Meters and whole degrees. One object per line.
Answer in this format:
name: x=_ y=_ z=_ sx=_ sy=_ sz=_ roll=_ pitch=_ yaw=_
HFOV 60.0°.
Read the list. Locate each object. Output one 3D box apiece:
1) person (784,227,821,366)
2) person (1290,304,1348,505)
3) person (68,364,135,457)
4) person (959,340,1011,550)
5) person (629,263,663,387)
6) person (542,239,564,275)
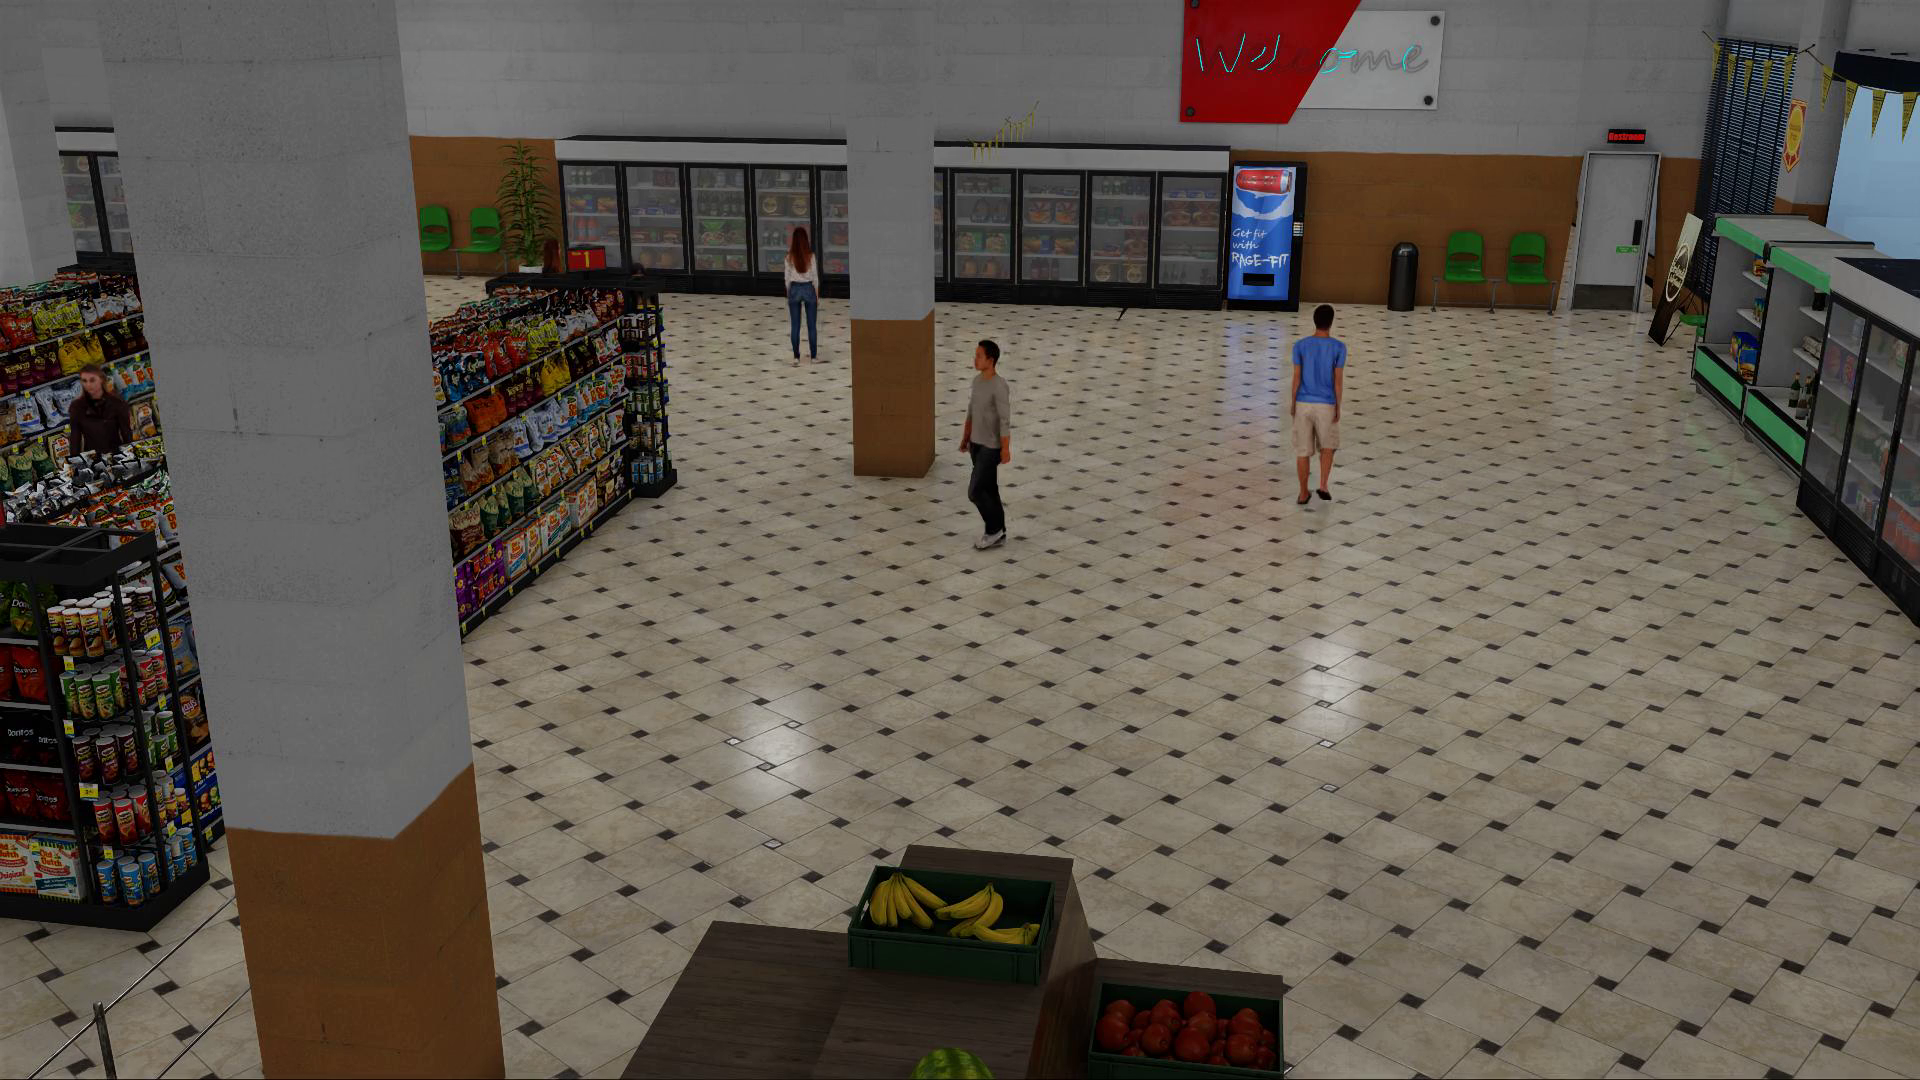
person: x=-1.980 y=-3.072 z=20.905 sx=0.607 sy=1.726 sz=0.541 roll=0 pitch=19 yaw=1
person: x=3.233 y=-1.196 z=15.146 sx=0.643 sy=1.850 sz=0.706 roll=5 pitch=19 yaw=14
person: x=-7.041 y=-0.630 z=13.764 sx=0.905 sy=1.661 sz=1.220 roll=-4 pitch=19 yaw=-11
person: x=0.317 y=-0.801 z=14.055 sx=0.840 sy=1.799 sz=0.753 roll=-8 pitch=20 yaw=-24
person: x=-3.594 y=-2.271 z=18.624 sx=0.807 sy=1.665 sz=0.856 roll=-10 pitch=21 yaw=-27
person: x=-4.960 y=-2.760 z=20.060 sx=0.841 sy=1.675 sz=1.067 roll=-1 pitch=19 yaw=-3
